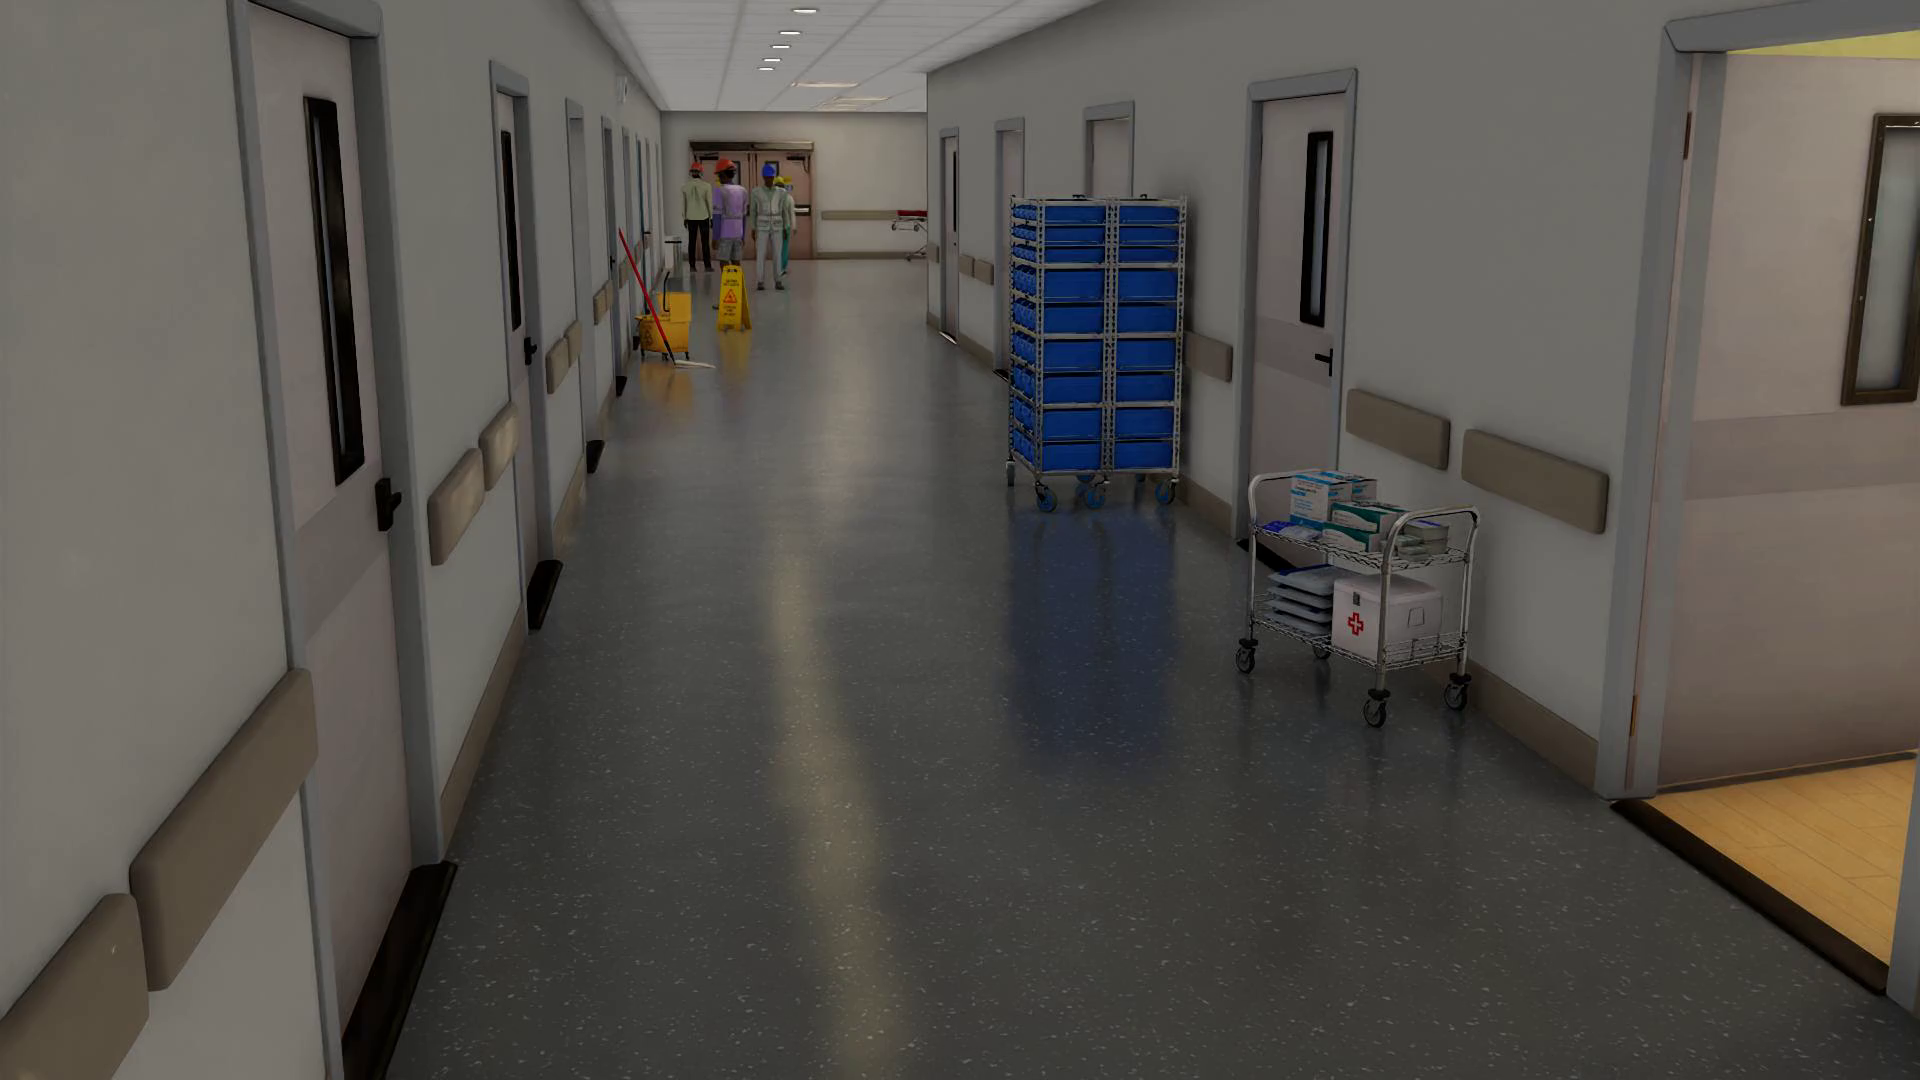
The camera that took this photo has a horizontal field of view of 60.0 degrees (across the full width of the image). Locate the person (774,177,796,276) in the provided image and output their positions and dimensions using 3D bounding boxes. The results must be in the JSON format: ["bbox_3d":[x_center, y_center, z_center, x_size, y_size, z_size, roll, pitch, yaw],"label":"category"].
[{"bbox_3d":[-3.238,-5.609,29.765,0.547,1.725,0.872,-4,13,-16],"label":"person"}]

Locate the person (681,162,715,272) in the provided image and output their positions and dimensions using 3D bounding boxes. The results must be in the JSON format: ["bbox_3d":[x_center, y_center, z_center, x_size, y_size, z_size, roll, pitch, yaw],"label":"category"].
[{"bbox_3d":[-4.791,-5.899,30.459,0.609,1.991,0.384,2,13,7],"label":"person"}]

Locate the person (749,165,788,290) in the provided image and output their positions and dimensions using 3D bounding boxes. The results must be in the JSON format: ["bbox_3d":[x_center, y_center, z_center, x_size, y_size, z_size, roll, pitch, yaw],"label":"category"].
[{"bbox_3d":[-2.997,-4.906,26.143,0.614,1.945,0.404,-4,13,-16],"label":"person"}]

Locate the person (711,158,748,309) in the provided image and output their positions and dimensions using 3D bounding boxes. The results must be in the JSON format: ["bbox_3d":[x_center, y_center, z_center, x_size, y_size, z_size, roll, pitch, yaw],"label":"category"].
[{"bbox_3d":[-3.154,-4.148,22.610,0.410,2.030,0.611,9,16,35],"label":"person"}]
